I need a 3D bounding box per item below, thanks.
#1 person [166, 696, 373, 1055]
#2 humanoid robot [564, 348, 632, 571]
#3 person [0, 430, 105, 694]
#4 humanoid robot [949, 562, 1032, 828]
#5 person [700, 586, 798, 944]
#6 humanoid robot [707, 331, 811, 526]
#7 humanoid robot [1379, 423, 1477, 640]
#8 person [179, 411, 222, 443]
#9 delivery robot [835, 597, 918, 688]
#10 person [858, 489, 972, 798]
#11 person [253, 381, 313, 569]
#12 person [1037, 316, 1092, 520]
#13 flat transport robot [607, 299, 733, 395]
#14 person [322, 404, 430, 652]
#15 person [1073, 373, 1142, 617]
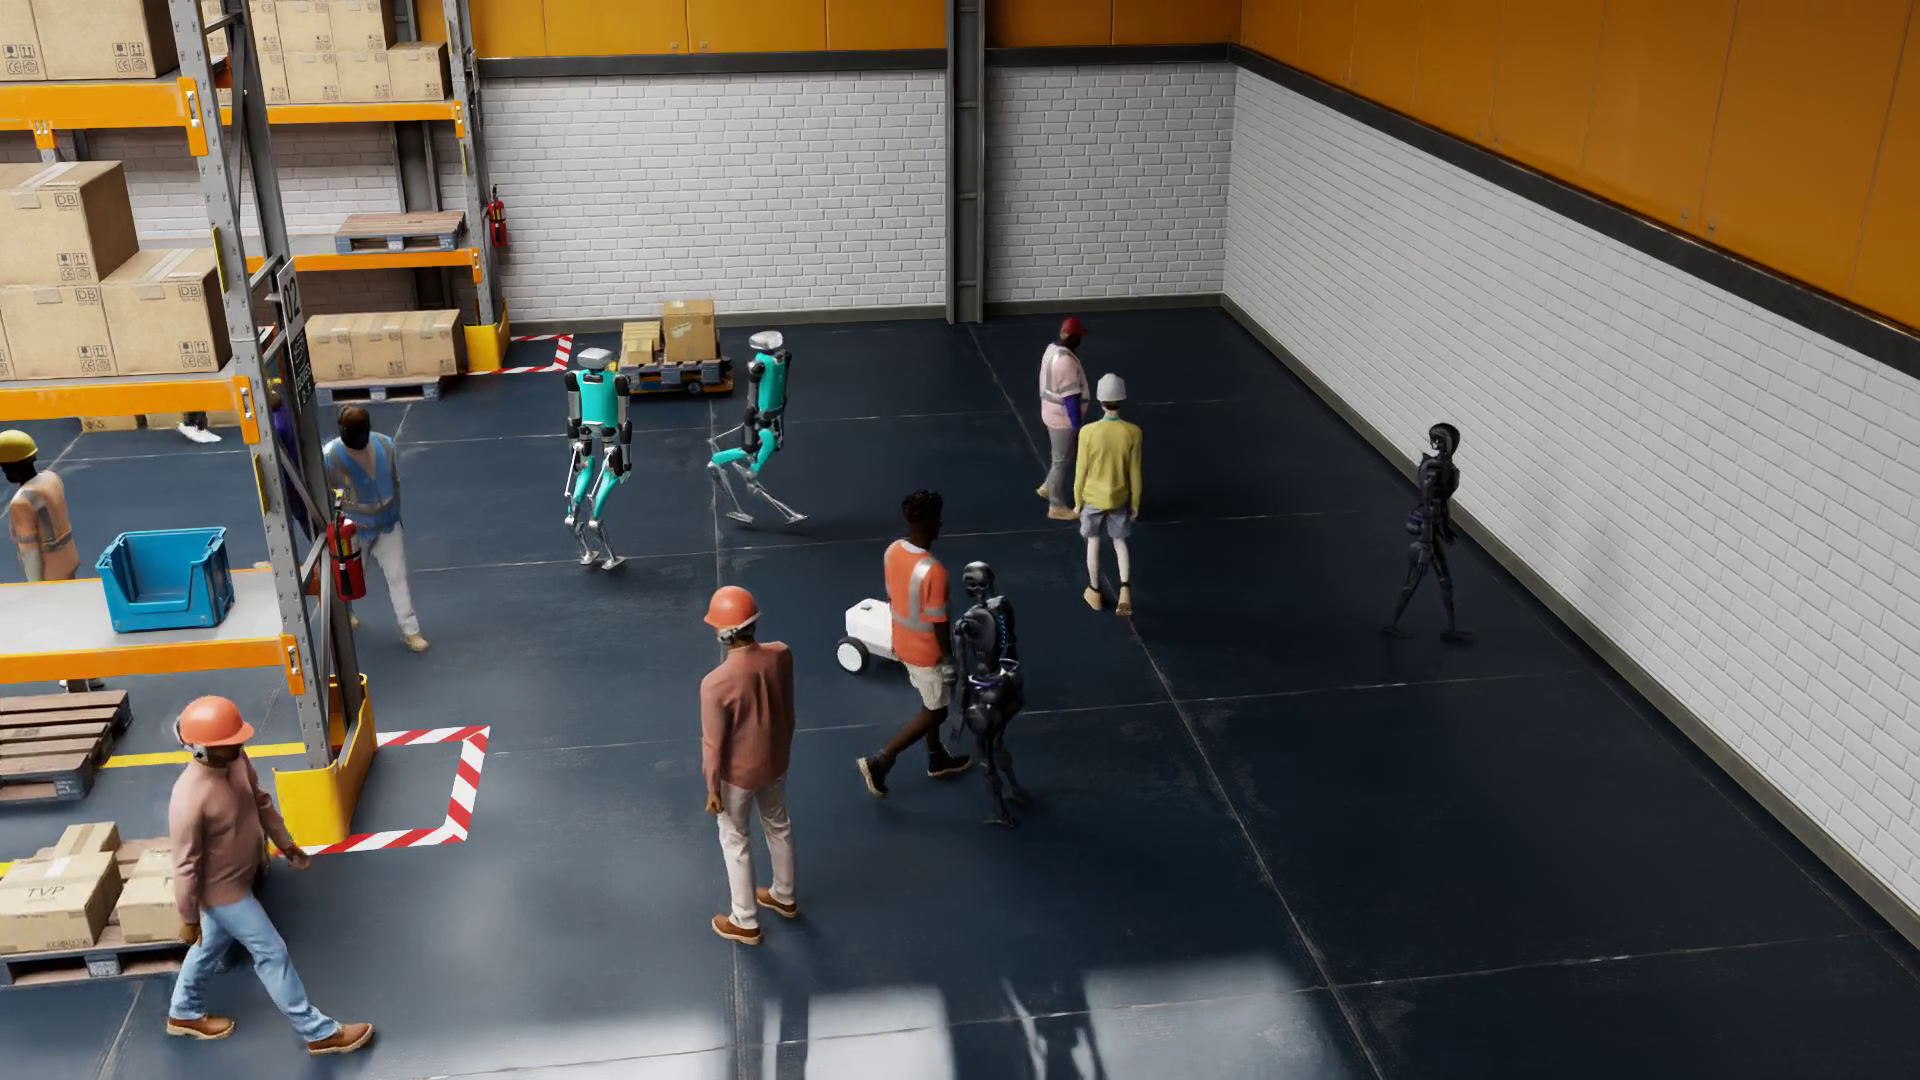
[{"bbox_3d":[-3.409,1.572,7.752,1.021,1.943,0.612,-3,24,-6],"label":"person"},{"bbox_3d":[-2.840,-0.573,12.765,0.530,1.698,0.737,6,24,13],"label":"humanoid robot"},{"bbox_3d":[-5.993,0.189,10.913,0.376,1.920,0.580,-3,24,-8],"label":"person"},{"bbox_3d":[0.184,0.899,9.614,0.404,1.640,0.609,17,29,33],"label":"humanoid robot"},{"bbox_3d":[-1.099,1.151,8.649,0.405,1.984,0.629,19,30,36],"label":"person"},{"bbox_3d":[-1.708,-0.875,13.538,0.989,1.720,0.539,11,26,24],"label":"humanoid robot"},{"bbox_3d":[3.382,-0.036,11.744,0.656,1.636,0.601,13,27,27],"label":"humanoid robot"},{"bbox_3d":[-7.155,-1.751,15.431,0.447,1.840,0.592,6,24,13],"label":"person"},{"bbox_3d":[-0.439,0.665,11.507,0.766,0.580,0.499,15,28,30],"label":"delivery robot"},{"bbox_3d":[-0.285,0.633,9.897,0.771,1.938,0.621,-11,26,-24],"label":"person"},{"bbox_3d":[-5.249,-0.465,12.806,0.724,1.573,0.556,-5,24,-11],"label":"person"},{"bbox_3d":[0.874,-1.005,13.860,0.435,1.734,0.644,0,24,1],"label":"person"},{"bbox_3d":[-3.084,-1.693,17.254,1.431,0.231,0.659,-3,24,-7],"label":"flat transport robot"},{"bbox_3d":[-4.228,-0.121,11.764,0.912,1.808,0.637,19,30,37],"label":"person"},{"bbox_3d":[1.074,-0.300,12.090,0.496,1.870,0.659,-2,24,-4],"label":"person"}]
